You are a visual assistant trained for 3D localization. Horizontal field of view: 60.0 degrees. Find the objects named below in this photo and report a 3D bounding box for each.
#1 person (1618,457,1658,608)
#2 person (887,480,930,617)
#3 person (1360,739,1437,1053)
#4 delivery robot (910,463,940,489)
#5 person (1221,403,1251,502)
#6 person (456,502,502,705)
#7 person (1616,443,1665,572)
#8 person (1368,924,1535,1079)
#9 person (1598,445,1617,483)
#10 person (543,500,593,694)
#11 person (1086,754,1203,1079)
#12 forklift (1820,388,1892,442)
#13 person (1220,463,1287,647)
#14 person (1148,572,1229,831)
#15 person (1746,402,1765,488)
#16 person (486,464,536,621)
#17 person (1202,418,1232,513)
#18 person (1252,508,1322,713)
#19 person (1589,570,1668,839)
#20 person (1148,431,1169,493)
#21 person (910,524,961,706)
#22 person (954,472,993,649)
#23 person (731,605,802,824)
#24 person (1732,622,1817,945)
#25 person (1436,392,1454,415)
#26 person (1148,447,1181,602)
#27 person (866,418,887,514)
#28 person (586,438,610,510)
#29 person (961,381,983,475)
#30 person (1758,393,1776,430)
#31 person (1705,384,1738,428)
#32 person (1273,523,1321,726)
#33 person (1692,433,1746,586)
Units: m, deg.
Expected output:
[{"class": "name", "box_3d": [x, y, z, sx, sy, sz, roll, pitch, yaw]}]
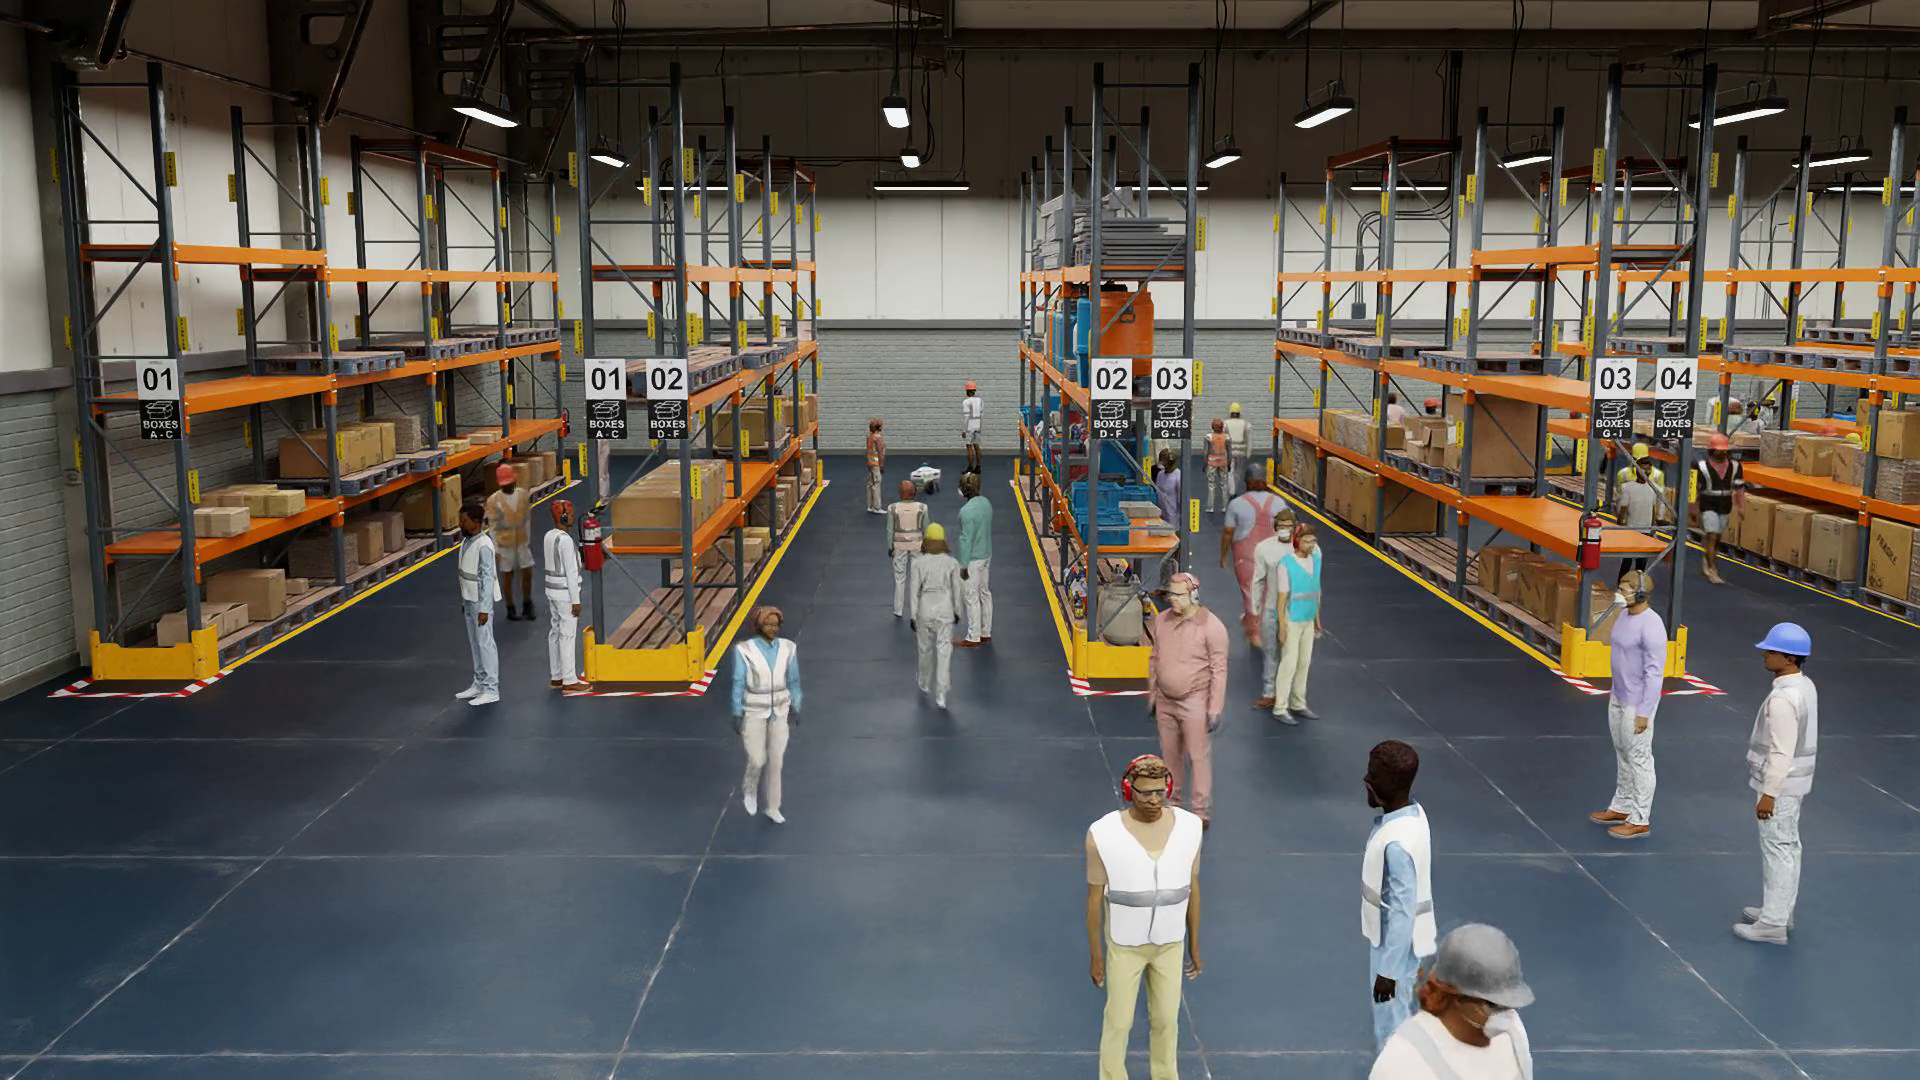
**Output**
[{"class": "person", "box_3d": [8.259, -0.085, 20.239, 0.531, 1.870, 0.316, -2, 9, -12]}, {"class": "person", "box_3d": [-0.610, 0.106, 19.736, 0.514, 1.645, 0.308, 0, 9, -2]}, {"class": "person", "box_3d": [1.987, 1.852, 7.621, 0.383, 1.918, 0.597, 2, 9, 14]}, {"class": "delivery robot", "box_3d": [-0.654, -1.202, 31.337, 0.477, 0.478, 0.707, 4, 10, 25]}, {"class": "person", "box_3d": [4.973, -1.590, 30.179, 0.604, 1.795, 0.910, 0, 9, 2]}, {"class": "person", "box_3d": [-4.560, 0.588, 15.745, 0.392, 1.922, 0.593, -6, 11, -35]}, {"class": "person", "box_3d": [8.967, -0.362, 21.985, 0.590, 1.889, 0.915, 3, 9, 16]}, {"class": "person", "box_3d": [1.551, 2.128, 5.452, 0.678, 2.000, 0.963, -8, 12, -43]}, {"class": "person", "box_3d": [12.962, -1.959, 32.919, 0.551, 1.664, 0.717, -8, 12, -40]}, {"class": "person", "box_3d": [-3.831, 0.548, 16.131, 0.356, 1.882, 0.574, -6, 11, -36]}, {"class": "person", "box_3d": [0.849, 1.876, 7.749, 0.560, 1.837, 0.389, -2, 9, -15]}, {"class": "forklift", "box_3d": [20.072, -3.110, 36.462, 1.873, 2.768, 1.129, 0, 9, 0]}, {"class": "person", "box_3d": [3.223, 0.111, 18.429, 0.701, 2.000, 1.005, -2, 9, -12]}, {"class": "person", "box_3d": [1.608, 1.173, 12.031, 0.403, 1.906, 0.651, -8, 12, -43]}, {"class": "person", "box_3d": [14.030, -1.513, 29.442, 0.309, 1.864, 0.535, 0, 9, -1]}, {"class": "person", "box_3d": [-5.235, 0.040, 19.381, 0.584, 1.884, 0.593, -7, 11, -39]}, {"class": "person", "box_3d": [4.423, -1.273, 28.623, 0.523, 1.638, 0.310, -1, 9, -8]}, {"class": "person", "box_3d": [3.000, 0.655, 15.325, 0.631, 1.928, 0.389, 3, 9, 21]}, {"class": "person", "box_3d": [4.826, 1.170, 11.945, 0.370, 1.940, 0.627, 0, 9, 1]}, {"class": "person", "box_3d": [3.294, -1.249, 27.392, 0.432, 1.983, 0.620, 1, 9, 5]}, {"class": "person", "box_3d": [-0.235, 0.686, 15.831, 0.506, 1.687, 0.915, -1, 9, -8]}, {"class": "person", "box_3d": [0.155, 0.224, 18.070, 0.365, 1.932, 0.628, 4, 10, 25]}, {"class": "person", "box_3d": [-1.412, 1.281, 12.205, 0.539, 1.624, 0.358, -5, 10, -30]}, {"class": "person", "box_3d": [4.957, 1.457, 10.055, 0.378, 1.949, 0.614, 6, 11, 36]}, {"class": "person", "box_3d": [9.574, -1.993, 32.613, 0.546, 1.827, 0.451, 2, 9, 10]}, {"class": "person", "box_3d": [2.608, -0.192, 20.728, 0.370, 1.934, 0.627, -4, 10, -26]}, {"class": "person", "box_3d": [-1.448, -1.269, 28.587, 0.313, 1.642, 0.513, -5, 10, -27]}, {"class": "person", "box_3d": [-6.337, -1.476, 29.092, 0.399, 1.902, 0.643, 0, 9, 2]}, {"class": "person", "box_3d": [0.228, -2.308, 34.321, 0.361, 1.935, 0.553, 8, 12, 41]}, {"class": "person", "box_3d": [16.491, -2.165, 34.063, 0.487, 1.737, 0.342, -6, 11, -35]}, {"class": "person", "box_3d": [15.682, -2.305, 34.267, 0.616, 1.945, 0.404, 3, 9, 19]}, {"class": "person", "box_3d": [3.035, 0.747, 15.021, 0.570, 1.832, 0.391, -9, 12, -44]}, {"class": "person", "box_3d": [10.034, -0.440, 22.137, 0.604, 2.008, 1.021, 0, 9, 2]}]
